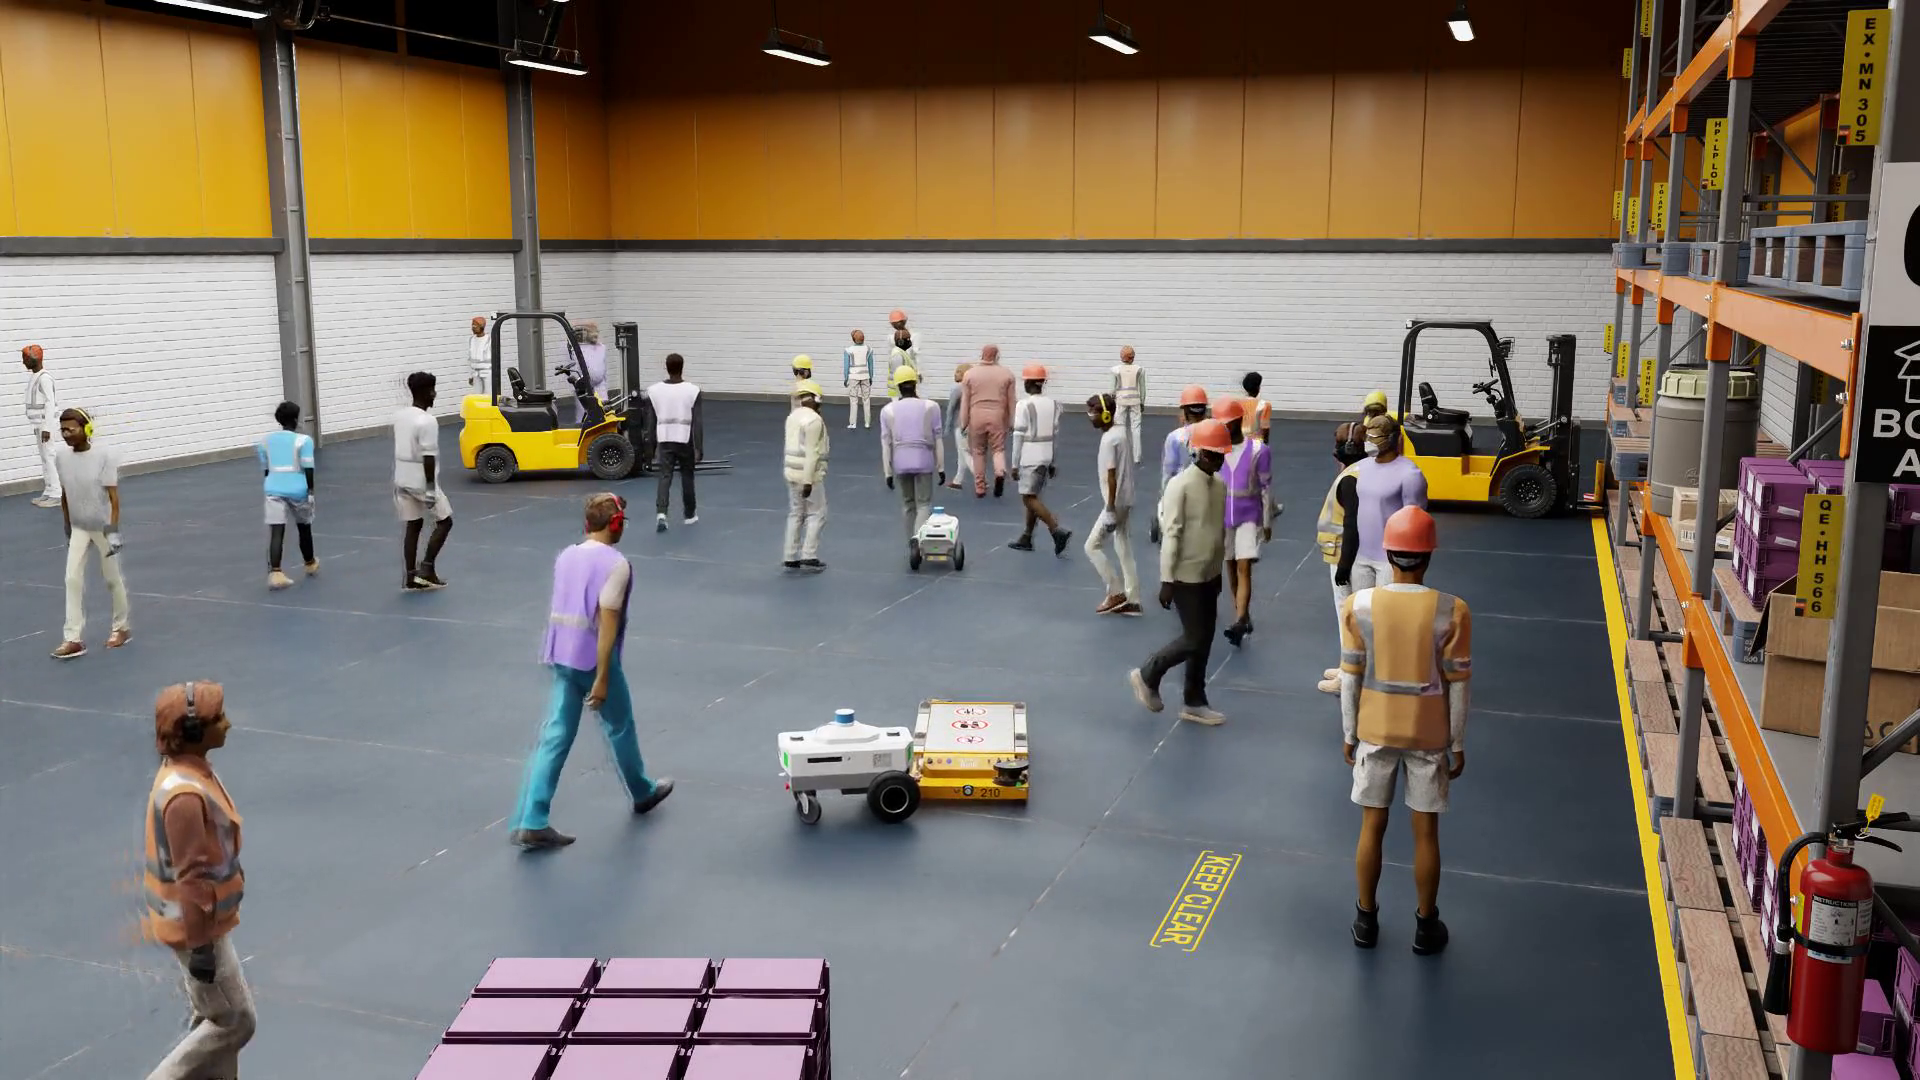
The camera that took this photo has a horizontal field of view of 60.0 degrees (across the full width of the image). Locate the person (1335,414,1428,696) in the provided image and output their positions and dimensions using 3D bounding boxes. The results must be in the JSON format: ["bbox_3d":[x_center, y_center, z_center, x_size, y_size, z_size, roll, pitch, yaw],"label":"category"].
[{"bbox_3d":[2.776,0.132,10.960,0.355,1.938,0.637,-6,11,-29],"label":"person"}]

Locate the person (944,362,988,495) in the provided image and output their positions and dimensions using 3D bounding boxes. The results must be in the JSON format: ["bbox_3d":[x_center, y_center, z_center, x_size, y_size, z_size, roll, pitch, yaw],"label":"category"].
[{"bbox_3d":[0.091,-1.373,20.375,0.513,1.605,0.777,-10,14,-44],"label":"person"}]

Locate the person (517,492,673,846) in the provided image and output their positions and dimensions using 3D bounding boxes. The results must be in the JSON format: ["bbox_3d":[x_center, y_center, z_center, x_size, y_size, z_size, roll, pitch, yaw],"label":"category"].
[{"bbox_3d":[-1.908,0.648,8.549,0.564,1.768,1.006,7,12,35],"label":"person"}]

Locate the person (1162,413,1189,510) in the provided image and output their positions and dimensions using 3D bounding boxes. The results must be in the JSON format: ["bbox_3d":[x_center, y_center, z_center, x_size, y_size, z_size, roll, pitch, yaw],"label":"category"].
[{"bbox_3d":[2.051,-0.335,14.540,0.482,1.601,0.591,-9,14,-42],"label":"person"}]

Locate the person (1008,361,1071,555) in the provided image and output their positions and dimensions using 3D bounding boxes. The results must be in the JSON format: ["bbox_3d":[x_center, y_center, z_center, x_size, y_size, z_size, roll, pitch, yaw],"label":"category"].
[{"bbox_3d":[0.779,-0.791,16.254,0.553,1.913,0.827,-10,14,-43],"label":"person"}]

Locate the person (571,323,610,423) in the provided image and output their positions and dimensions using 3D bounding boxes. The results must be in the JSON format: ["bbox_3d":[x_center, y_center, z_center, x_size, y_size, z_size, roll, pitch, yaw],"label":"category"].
[{"bbox_3d":[-5.433,-2.270,24.683,0.659,1.879,0.849,-10,14,-43],"label":"person"}]

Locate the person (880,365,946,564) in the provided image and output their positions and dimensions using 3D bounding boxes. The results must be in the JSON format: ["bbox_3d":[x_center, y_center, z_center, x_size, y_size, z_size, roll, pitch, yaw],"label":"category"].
[{"bbox_3d":[-0.450,-0.693,15.720,0.621,1.901,0.649,1,10,4],"label":"person"}]

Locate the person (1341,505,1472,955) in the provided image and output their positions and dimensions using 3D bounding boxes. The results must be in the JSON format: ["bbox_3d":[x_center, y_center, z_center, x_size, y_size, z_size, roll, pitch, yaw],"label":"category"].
[{"bbox_3d":[1.898,0.813,7.121,0.543,1.941,0.352,4,11,20],"label":"person"}]

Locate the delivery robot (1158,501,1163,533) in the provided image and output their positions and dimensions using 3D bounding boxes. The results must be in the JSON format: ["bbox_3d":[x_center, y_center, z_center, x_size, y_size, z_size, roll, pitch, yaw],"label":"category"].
[{"bbox_3d":[2.183,-0.247,16.707,0.477,0.478,0.707,1,9,2],"label":"delivery robot"}]

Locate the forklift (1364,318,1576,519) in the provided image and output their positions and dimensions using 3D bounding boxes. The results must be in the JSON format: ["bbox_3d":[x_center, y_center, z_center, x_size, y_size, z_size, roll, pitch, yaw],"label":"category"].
[{"bbox_3d":[5.787,-1.437,19.079,2.313,2.155,1.214,3,11,19],"label":"forklift"}]

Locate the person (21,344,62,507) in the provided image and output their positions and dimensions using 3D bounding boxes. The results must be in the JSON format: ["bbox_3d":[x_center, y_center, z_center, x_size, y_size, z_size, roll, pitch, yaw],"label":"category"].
[{"bbox_3d":[-10.660,-1.325,19.329,0.354,1.883,0.573,-8,13,-38],"label":"person"}]

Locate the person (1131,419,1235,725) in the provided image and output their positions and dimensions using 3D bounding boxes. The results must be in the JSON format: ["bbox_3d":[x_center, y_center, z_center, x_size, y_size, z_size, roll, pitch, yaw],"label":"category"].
[{"bbox_3d":[1.451,0.210,10.447,0.601,1.973,0.661,8,13,38],"label":"person"}]

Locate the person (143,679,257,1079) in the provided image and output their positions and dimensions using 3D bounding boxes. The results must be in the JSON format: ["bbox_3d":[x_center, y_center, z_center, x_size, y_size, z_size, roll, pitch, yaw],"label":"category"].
[{"bbox_3d":[-2.524,1.263,5.453,0.414,1.625,0.533,-4,11,-23],"label":"person"}]

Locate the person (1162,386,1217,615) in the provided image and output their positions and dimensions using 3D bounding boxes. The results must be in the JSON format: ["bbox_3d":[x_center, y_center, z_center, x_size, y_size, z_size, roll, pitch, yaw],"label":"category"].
[{"bbox_3d":[1.961,-0.341,13.823,0.557,1.869,1.038,-2,10,-14],"label":"person"}]

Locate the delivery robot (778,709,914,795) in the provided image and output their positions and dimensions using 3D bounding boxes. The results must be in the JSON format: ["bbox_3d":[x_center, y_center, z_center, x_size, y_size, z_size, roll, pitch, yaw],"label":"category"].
[{"bbox_3d":[-0.614,1.147,8.882,0.707,0.478,0.477,-2,10,-9],"label":"delivery robot"}]

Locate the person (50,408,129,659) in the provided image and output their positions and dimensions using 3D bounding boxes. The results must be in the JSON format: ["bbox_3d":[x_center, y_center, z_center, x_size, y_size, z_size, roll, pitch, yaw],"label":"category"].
[{"bbox_3d":[-6.431,-0.046,12.256,0.543,1.832,0.872,0,10,1],"label":"person"}]

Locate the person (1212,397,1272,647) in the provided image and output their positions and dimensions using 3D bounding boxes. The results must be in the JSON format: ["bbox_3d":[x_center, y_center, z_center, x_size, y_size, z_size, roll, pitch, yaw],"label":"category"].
[{"bbox_3d":[2.085,-0.150,12.726,0.561,1.869,1.015,4,11,19],"label":"person"}]

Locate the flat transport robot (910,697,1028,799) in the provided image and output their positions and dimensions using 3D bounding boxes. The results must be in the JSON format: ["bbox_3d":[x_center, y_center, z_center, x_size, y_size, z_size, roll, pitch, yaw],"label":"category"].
[{"bbox_3d":[0.063,1.191,9.692,0.652,0.197,1.431,0,10,2],"label":"flat transport robot"}]

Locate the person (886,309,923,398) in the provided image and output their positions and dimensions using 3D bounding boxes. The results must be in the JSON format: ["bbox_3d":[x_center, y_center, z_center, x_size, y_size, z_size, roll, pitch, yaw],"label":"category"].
[{"bbox_3d":[-0.873,-2.746,26.974,0.649,2.010,0.754,3,10,15],"label":"person"}]

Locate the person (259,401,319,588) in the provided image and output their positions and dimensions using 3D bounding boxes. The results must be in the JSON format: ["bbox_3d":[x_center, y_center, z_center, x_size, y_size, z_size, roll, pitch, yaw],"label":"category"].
[{"bbox_3d":[-6.012,-0.411,14.898,0.528,1.632,0.900,0,10,0],"label":"person"}]

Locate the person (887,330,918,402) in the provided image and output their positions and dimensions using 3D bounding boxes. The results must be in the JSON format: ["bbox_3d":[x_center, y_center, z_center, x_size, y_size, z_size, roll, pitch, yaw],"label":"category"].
[{"bbox_3d":[-0.810,-2.045,23.497,0.430,1.845,0.619,0,10,1],"label":"person"}]

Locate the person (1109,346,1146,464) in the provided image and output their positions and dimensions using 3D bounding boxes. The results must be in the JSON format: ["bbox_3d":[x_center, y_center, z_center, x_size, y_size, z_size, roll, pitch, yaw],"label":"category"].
[{"bbox_3d":[2.322,-1.867,23.059,0.512,1.642,0.312,0,10,-3],"label":"person"}]

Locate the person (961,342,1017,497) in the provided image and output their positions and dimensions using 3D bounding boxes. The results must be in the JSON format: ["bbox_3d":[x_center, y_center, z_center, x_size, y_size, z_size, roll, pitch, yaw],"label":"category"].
[{"bbox_3d":[0.347,-1.416,19.842,0.675,1.884,0.594,0,10,1],"label":"person"}]

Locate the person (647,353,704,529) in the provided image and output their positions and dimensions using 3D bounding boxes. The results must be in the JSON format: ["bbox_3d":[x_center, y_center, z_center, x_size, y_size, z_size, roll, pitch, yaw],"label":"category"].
[{"bbox_3d":[-3.049,-1.063,17.843,0.605,1.900,0.780,1,10,3],"label":"person"}]

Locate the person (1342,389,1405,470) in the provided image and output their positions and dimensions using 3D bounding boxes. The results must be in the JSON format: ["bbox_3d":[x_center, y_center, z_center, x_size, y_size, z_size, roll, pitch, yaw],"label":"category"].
[{"bbox_3d":[3.676,-0.457,14.803,0.536,1.753,0.404,4,11,23],"label":"person"}]

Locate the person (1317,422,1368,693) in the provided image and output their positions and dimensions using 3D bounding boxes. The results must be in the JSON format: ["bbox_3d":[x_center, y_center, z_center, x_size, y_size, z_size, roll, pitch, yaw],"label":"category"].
[{"bbox_3d":[2.645,0.117,11.319,0.429,1.842,0.636,4,11,21],"label":"person"}]

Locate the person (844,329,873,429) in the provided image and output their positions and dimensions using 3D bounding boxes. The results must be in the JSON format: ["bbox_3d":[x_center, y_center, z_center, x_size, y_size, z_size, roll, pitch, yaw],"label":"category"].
[{"bbox_3d":[-1.672,-2.648,27.448,0.515,1.645,0.309,-4,11,-21],"label":"person"}]

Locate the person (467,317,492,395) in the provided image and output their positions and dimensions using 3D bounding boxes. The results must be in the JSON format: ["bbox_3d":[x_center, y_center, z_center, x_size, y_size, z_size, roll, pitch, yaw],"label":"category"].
[{"bbox_3d":[-7.681,-2.647,26.780,0.574,1.880,0.358,5,11,24],"label":"person"}]

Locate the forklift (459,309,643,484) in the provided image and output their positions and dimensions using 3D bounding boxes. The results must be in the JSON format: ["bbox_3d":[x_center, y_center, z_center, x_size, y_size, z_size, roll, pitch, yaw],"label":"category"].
[{"bbox_3d":[-5.354,-1.902,21.697,2.313,2.155,1.214,-2,10,-13],"label":"forklift"}]

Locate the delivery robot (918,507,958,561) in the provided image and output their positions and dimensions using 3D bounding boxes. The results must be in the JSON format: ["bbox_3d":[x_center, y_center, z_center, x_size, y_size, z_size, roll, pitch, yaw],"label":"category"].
[{"bbox_3d":[-0.202,-0.070,15.731,0.477,0.478,0.707,1,10,3],"label":"delivery robot"}]

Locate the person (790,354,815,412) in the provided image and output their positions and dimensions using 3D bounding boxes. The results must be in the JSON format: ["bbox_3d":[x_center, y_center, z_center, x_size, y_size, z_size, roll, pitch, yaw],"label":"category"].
[{"bbox_3d":[-1.832,-1.272,19.357,0.307,1.770,0.525,-3,10,-15],"label":"person"}]

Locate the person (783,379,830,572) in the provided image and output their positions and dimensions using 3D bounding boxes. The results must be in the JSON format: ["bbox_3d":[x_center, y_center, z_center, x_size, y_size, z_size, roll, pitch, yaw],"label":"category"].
[{"bbox_3d":[-1.446,-0.595,15.474,0.540,1.788,0.612,-7,12,-35],"label":"person"}]

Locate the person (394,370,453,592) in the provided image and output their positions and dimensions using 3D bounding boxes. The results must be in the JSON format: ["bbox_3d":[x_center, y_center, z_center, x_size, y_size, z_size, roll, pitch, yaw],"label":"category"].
[{"bbox_3d":[-4.717,-0.507,14.557,0.625,1.943,0.470,8,13,37],"label":"person"}]

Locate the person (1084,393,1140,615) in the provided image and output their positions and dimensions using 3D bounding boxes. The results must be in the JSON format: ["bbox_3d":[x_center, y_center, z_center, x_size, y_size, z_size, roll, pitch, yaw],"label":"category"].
[{"bbox_3d":[1.255,-0.277,13.551,0.504,1.835,0.657,3,11,17],"label":"person"}]

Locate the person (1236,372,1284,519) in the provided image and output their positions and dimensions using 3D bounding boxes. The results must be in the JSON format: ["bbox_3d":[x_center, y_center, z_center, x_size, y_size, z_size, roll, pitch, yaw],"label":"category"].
[{"bbox_3d":[3.199,-0.998,18.107,0.539,1.647,0.880,8,13,39],"label":"person"}]
